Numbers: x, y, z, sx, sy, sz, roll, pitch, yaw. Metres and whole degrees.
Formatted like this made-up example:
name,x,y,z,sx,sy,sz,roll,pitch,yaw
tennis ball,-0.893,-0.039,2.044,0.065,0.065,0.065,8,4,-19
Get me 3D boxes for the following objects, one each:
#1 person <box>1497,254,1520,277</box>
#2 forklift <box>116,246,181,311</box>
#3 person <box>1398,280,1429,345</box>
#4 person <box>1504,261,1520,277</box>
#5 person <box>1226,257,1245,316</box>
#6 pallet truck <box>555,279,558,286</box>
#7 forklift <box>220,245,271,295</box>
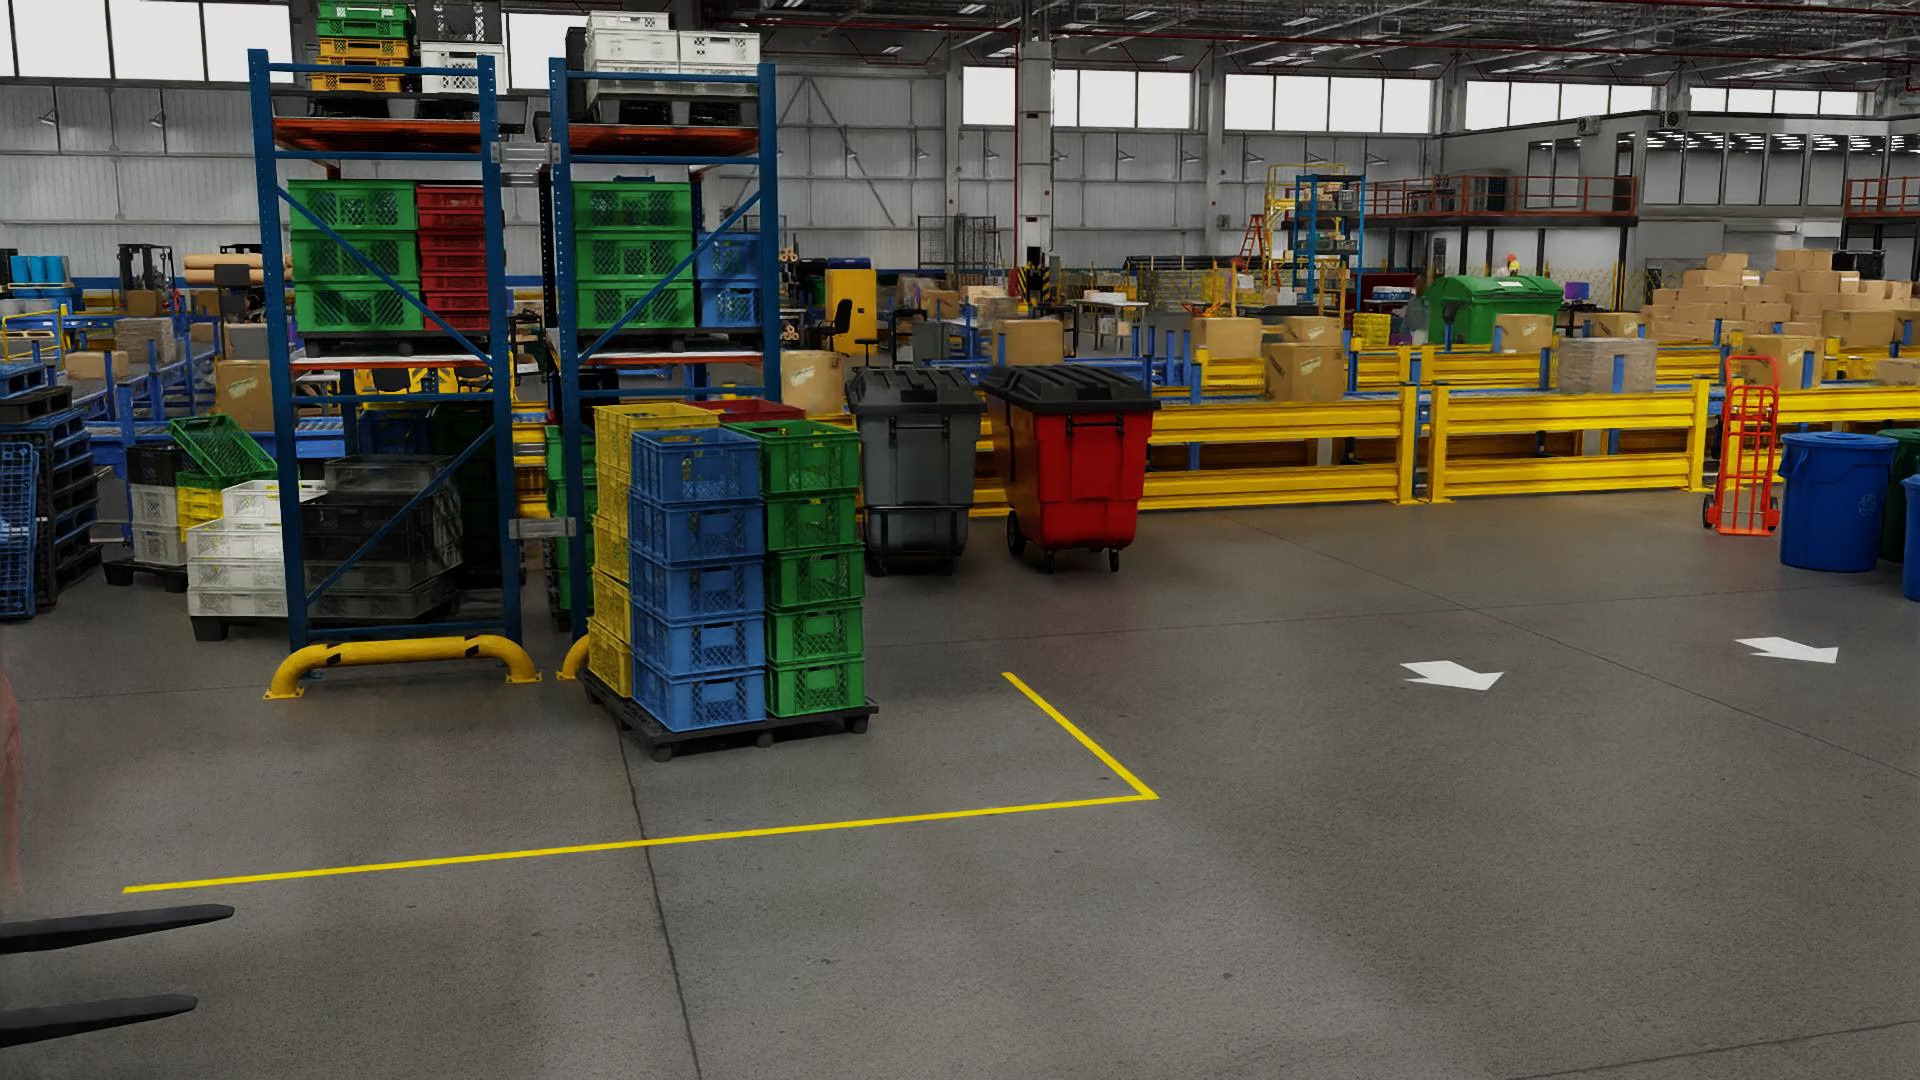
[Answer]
name,x,y,z,sx,sy,sz,roll,pitch,yaw
person,13.465,-6.063,40.953,0.607,1.951,1.049,-1,10,-4
forklift,-19.966,-6.232,40.894,1.157,1.987,2.680,-3,10,-15
person,7.089,-3.240,25.925,0.857,1.592,0.497,-4,11,-22
person,11.721,-5.003,35.284,0.595,1.824,0.404,6,12,30
person,5.826,-5.140,35.821,0.846,1.915,0.552,0,10,-2
pallet truck,-10.604,-6.375,44.520,0.653,1.274,1.630,-3,10,-15
forklift,-17.749,-6.334,41.440,1.157,1.987,2.680,-3,10,-17
